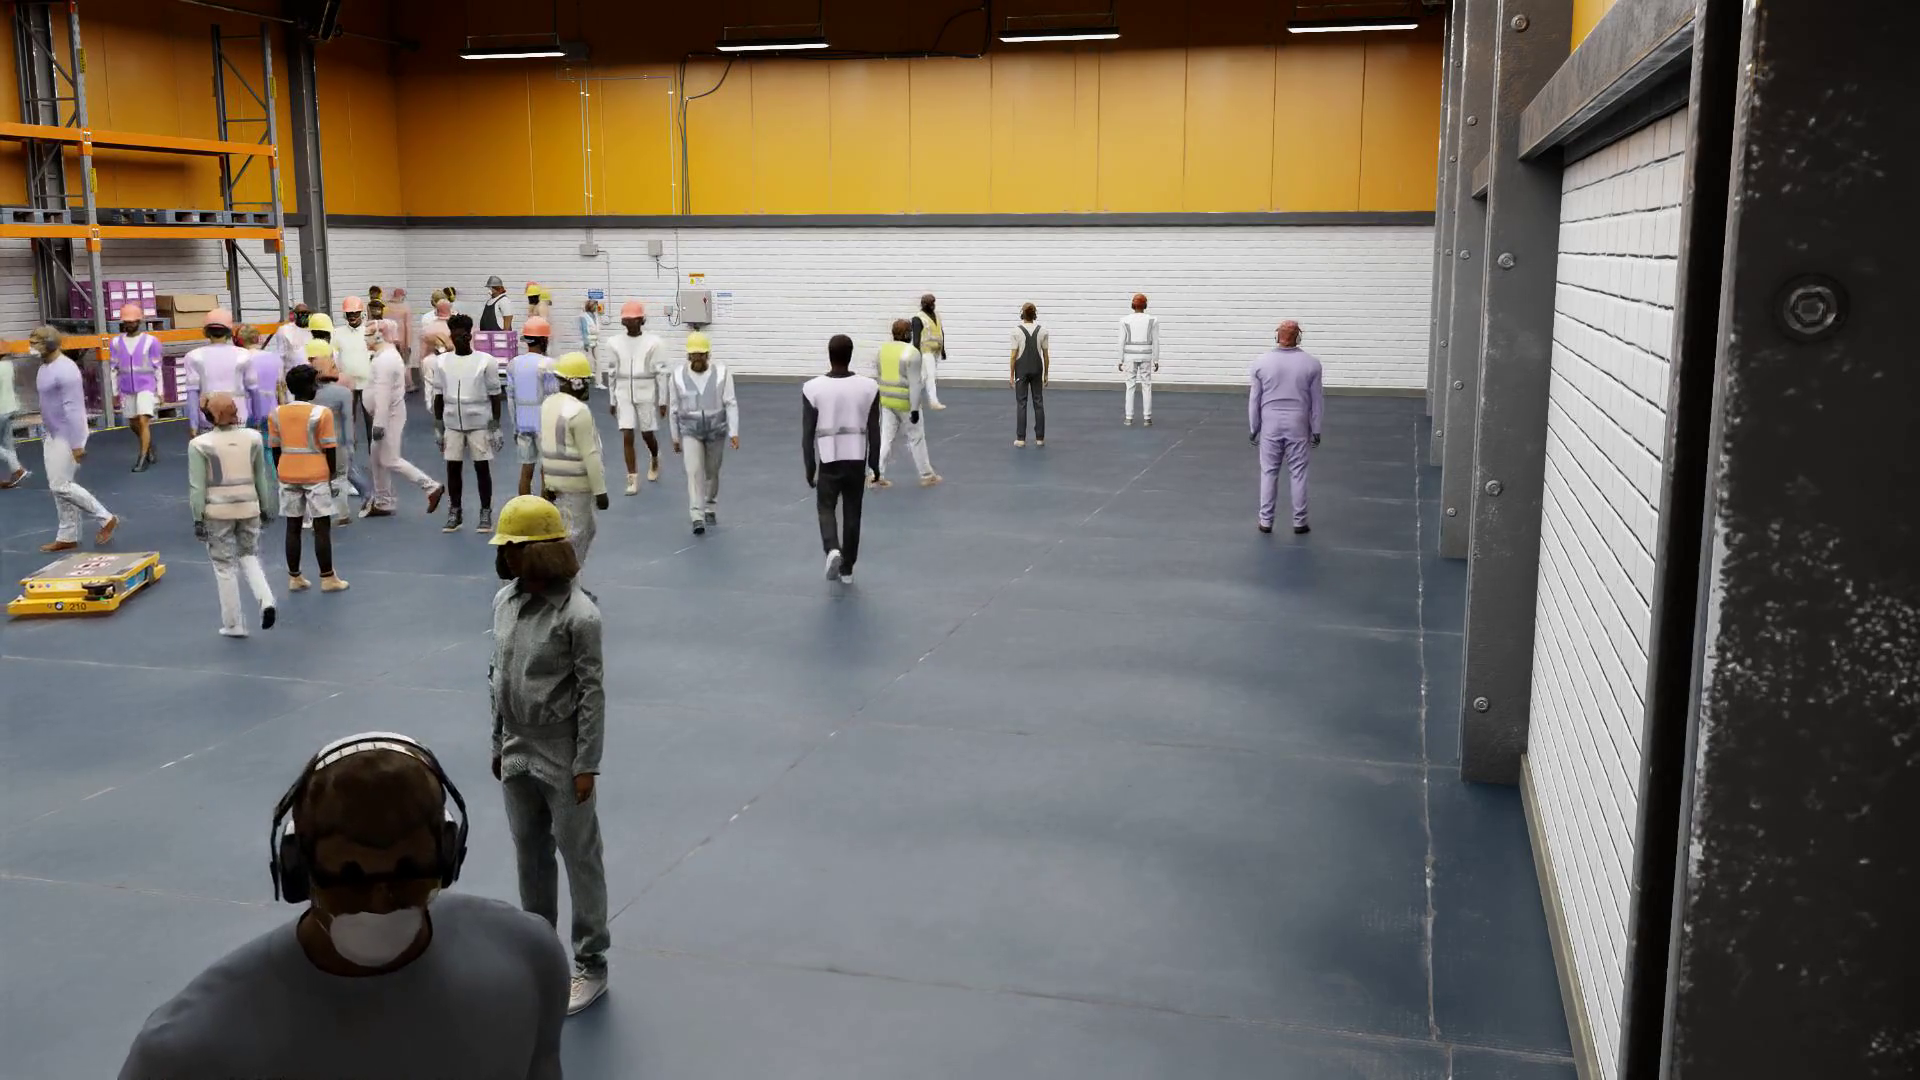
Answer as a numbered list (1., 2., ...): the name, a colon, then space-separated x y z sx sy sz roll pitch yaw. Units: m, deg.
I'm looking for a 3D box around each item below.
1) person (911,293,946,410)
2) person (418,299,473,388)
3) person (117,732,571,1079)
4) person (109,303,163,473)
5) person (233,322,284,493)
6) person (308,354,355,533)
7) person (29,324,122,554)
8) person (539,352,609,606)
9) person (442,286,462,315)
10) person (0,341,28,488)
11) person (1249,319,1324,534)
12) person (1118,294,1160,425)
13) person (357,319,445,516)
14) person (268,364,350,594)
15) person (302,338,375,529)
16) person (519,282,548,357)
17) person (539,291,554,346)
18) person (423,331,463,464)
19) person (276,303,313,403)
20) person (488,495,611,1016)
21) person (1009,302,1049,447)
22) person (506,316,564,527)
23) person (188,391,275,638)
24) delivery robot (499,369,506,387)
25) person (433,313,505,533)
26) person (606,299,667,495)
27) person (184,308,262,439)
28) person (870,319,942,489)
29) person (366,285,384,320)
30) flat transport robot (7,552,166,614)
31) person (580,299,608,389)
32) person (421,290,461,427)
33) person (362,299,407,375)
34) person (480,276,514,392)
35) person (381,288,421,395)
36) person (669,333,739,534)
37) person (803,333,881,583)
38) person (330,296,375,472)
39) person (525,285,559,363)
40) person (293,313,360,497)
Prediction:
1. person: -0.531 -2.980 26.245 0.782 1.823 0.627 7 12 34
2. person: -6.549 -2.116 21.181 0.673 1.872 0.878 -5 11 -25
3. person: -0.789 1.190 2.315 0.376 1.934 0.629 9 14 42
4. person: -9.416 -1.757 19.076 0.551 1.915 0.832 -1 10 -7
5. person: -6.776 -1.186 16.079 0.629 1.824 0.581 10 14 43
6. person: -5.678 -0.863 14.882 0.508 1.597 0.810 -1 10 -8
7. person: -7.420 -0.836 13.814 0.519 1.920 0.644 -9 13 -40
8. person: -2.684 -0.410 11.705 0.465 1.814 0.609 -7 12 -35
9. person: -9.167 -3.661 30.066 0.483 1.842 0.546 2 10 14
10. person: -10.070 -1.324 17.457 0.368 1.623 0.501 0 10 -1
11. person: 2.903 -1.007 14.833 0.652 1.906 0.403 2 10 12
12. person: 2.546 -2.568 23.749 0.599 1.882 0.364 1 10 5
13. person: -5.319 -1.140 15.664 0.713 1.880 0.652 -3 11 -19
14. person: -4.811 -0.445 12.243 0.536 1.695 0.321 2 10 12
15. person: -5.773 -1.003 15.306 0.541 1.729 0.842 3 10 17
16. person: -7.887 -3.814 30.762 0.900 1.890 0.543 1 10 5
17. person: -7.772 -3.774 31.004 0.496 1.734 0.553 -7 12 -34
18. person: -5.828 -1.578 18.936 0.514 1.608 0.448 -4 11 -23
19. person: -8.347 -2.096 21.219 0.662 1.825 0.542 -5 11 -27
20. person: -1.397 0.712 5.561 0.488 1.744 0.295 6 12 31
21. person: 0.879 -2.103 21.208 0.509 1.844 0.329 -2 10 -10
22. person: -3.728 -1.006 14.738 0.548 1.936 0.378 5 11 25
23. person: -4.725 -0.158 10.799 0.398 1.622 0.540 8 13 38
24. delivery robot: -7.953 -2.880 28.995 0.707 0.478 0.477 0 10 1
25. person: -4.364 -1.034 14.839 0.684 1.962 0.370 1 10 5
26. person: -3.349 -1.503 17.329 0.611 2.022 0.800 0 10 2
27. person: -6.733 -1.116 15.236 0.631 2.001 0.983 -4 11 -20
28. person: -0.597 -1.438 17.599 0.647 1.801 0.874 9 13 41
29. person: -10.506 -3.659 30.019 0.538 1.857 0.330 4 11 24
30. flat transport robot: -6.330 0.291 12.112 0.652 0.197 1.431 -2 10 -11
31. person: -6.657 -3.505 29.781 0.607 1.617 0.517 5 11 26
32. person: -7.323 -2.566 23.585 0.627 1.934 0.372 -9 14 -43
33. person: -7.991 -2.411 22.976 0.675 1.837 0.491 0 10 1
34. person: -8.161 -3.615 29.219 0.539 2.000 0.689 -9 13 -40
35. person: -9.545 -3.342 28.248 0.621 1.835 0.965 0 10 3
36. person: -2.297 -0.966 14.949 0.604 1.782 0.936 -2 10 -11
37. person: -0.880 -0.597 12.517 0.596 1.902 0.512 -1 10 -8
38. person: -6.830 -1.763 18.862 0.611 1.995 0.375 -2 10 -11
39. person: -7.528 -3.688 30.169 0.964 1.870 0.599 -6 12 -31
40. person: -6.589 -1.383 17.035 0.971 1.888 0.598 5 11 28
